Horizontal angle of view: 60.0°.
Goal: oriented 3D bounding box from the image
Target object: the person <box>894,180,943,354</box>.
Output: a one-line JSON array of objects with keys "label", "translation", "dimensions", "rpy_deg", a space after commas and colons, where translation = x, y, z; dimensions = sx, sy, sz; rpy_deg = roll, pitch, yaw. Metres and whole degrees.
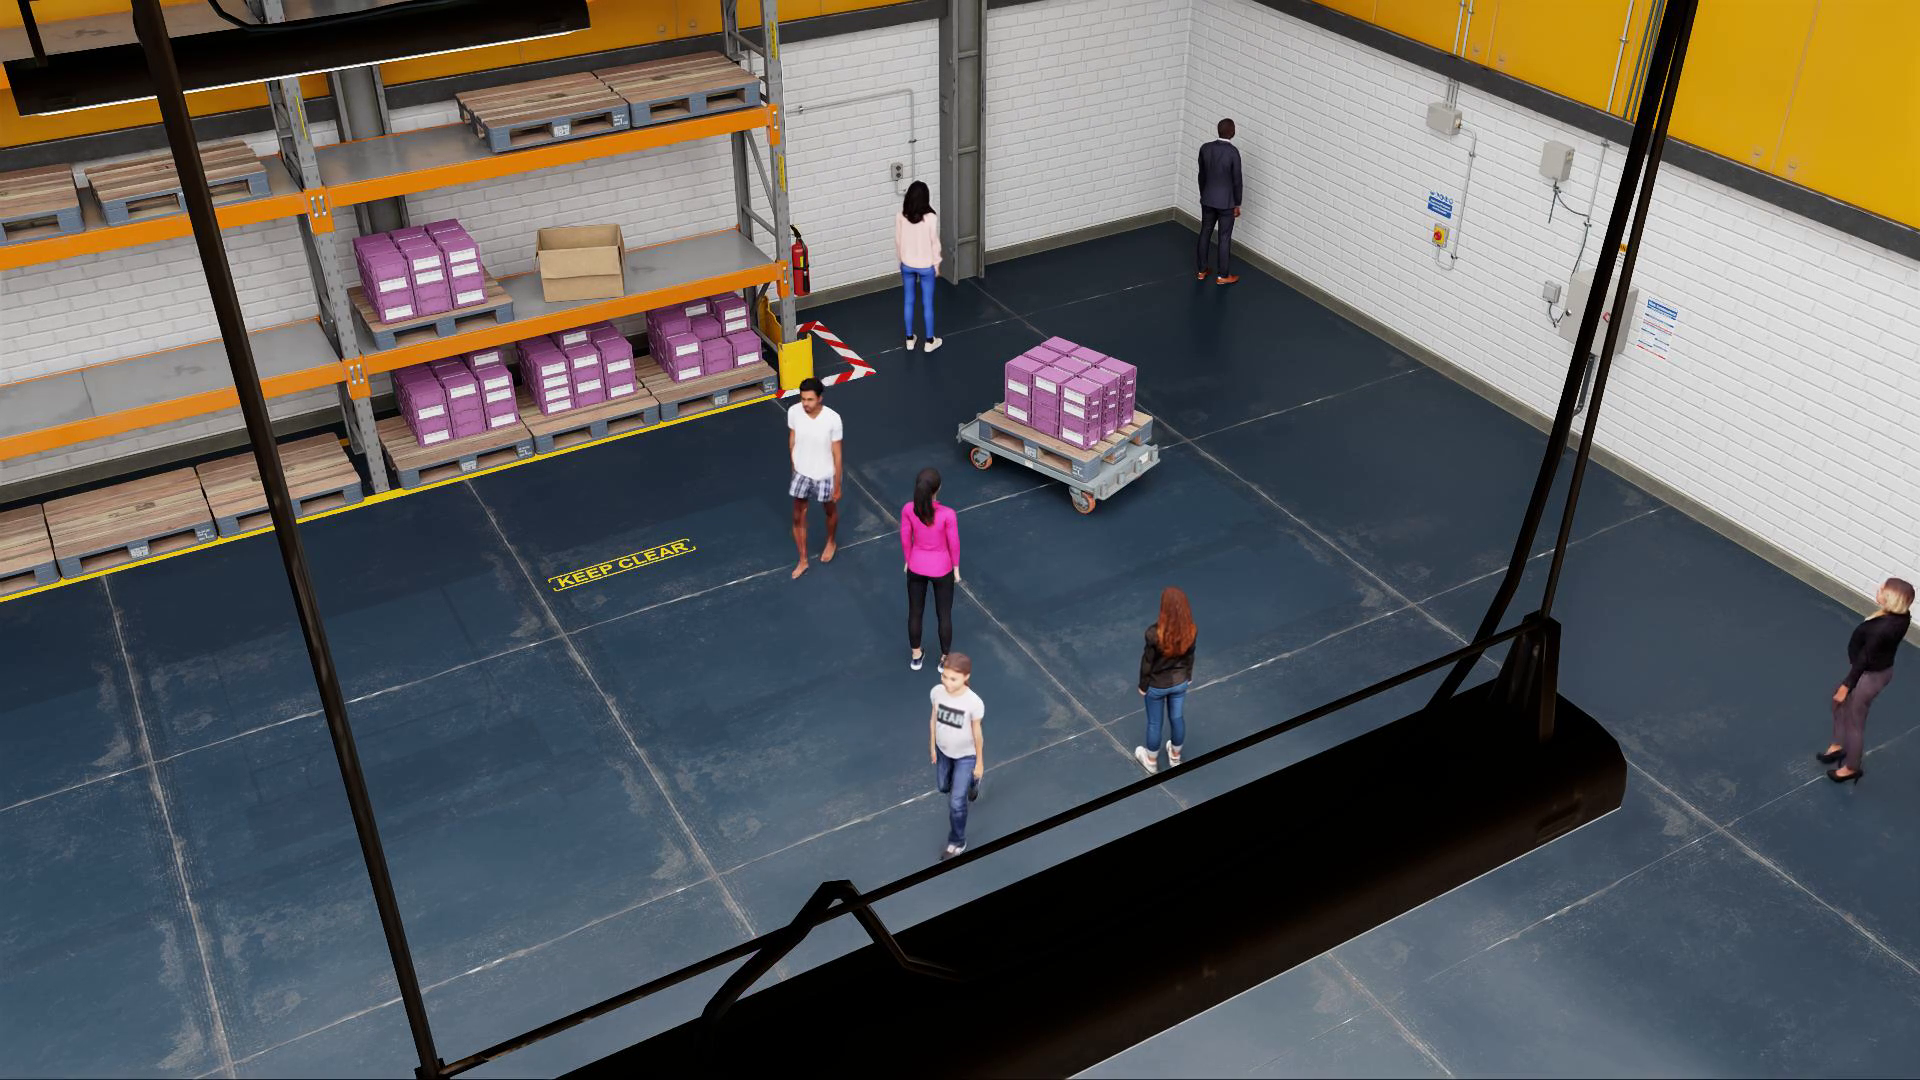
[{"label": "person", "translation": [-0.419, -2.714, 16.522], "dimensions": [0.722, 1.769, 0.754], "rpy_deg": [12, 36, 18]}]

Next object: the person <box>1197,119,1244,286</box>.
[{"label": "person", "translation": [2.789, -3.641, 17.867], "dimensions": [0.765, 1.824, 0.730], "rpy_deg": [25, 41, 33]}]

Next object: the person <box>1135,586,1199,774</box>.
[{"label": "person", "translation": [1.405, 0.946, 11.275], "dimensions": [0.480, 1.481, 0.629], "rpy_deg": [-13, 36, -19]}]

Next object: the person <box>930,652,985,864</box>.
[{"label": "person", "translation": [0.014, 1.311, 10.667], "dimensions": [0.818, 1.547, 0.984], "rpy_deg": [17, 37, 23]}]

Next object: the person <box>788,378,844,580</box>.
[{"label": "person", "translation": [-1.116, -0.581, 13.365], "dimensions": [0.924, 1.711, 0.991], "rpy_deg": [9, 35, 13]}]

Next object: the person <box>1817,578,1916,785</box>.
[{"label": "person", "translation": [6.112, 0.991, 11.050], "dimensions": [0.626, 1.656, 0.745], "rpy_deg": [-27, 42, -35]}]

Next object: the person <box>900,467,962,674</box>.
[{"label": "person", "translation": [-0.223, 0.215, 12.179], "dimensions": [0.684, 1.698, 0.745], "rpy_deg": [8, 34, 12]}]
